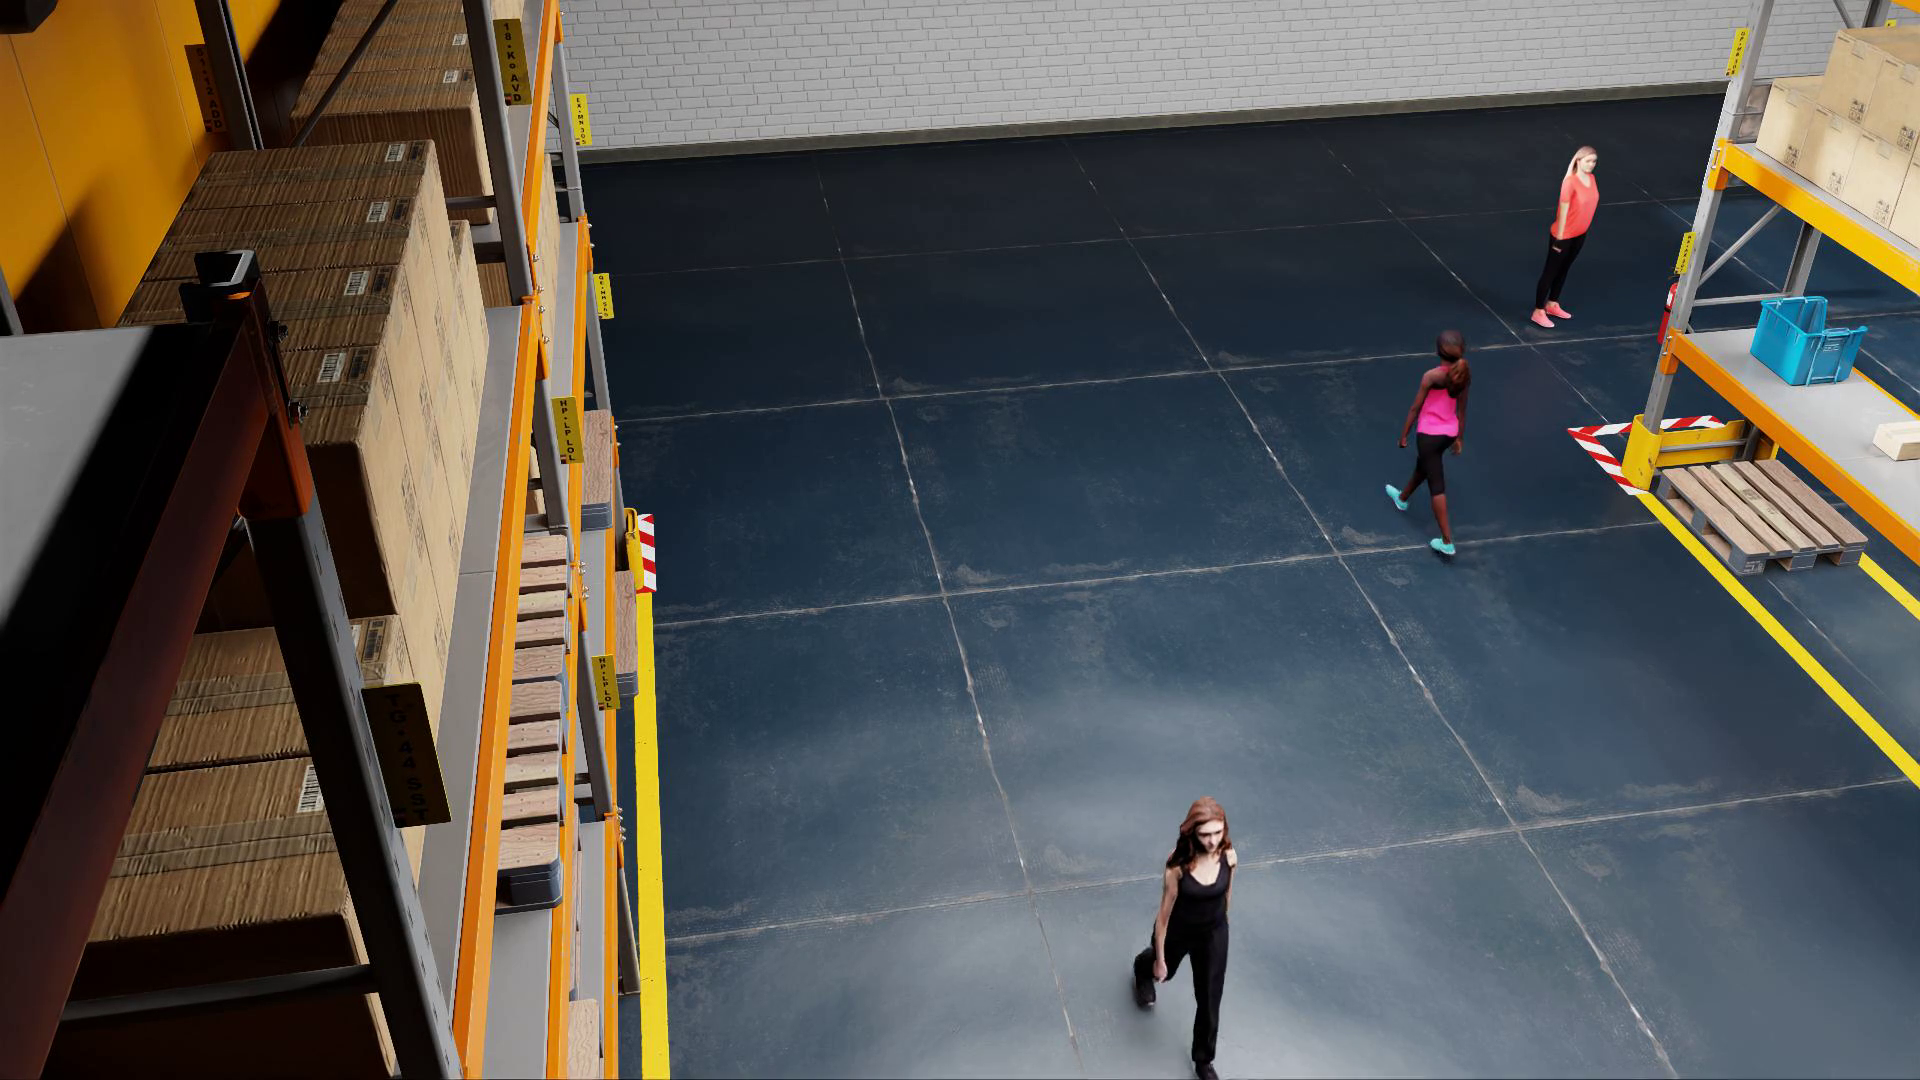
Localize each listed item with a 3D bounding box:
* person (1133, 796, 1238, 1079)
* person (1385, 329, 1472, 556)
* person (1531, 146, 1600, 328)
[{"bbox_3d":[1.101,1.884,8.279,0.706,1.706,1.181,-9,35,-14],"label":"person"},{"bbox_3d":[3.531,-0.686,12.176,0.688,1.672,1.212,-11,35,-15],"label":"person"},{"bbox_3d":[5.606,-2.819,15.365,0.677,1.694,0.689,-24,41,-32],"label":"person"}]
